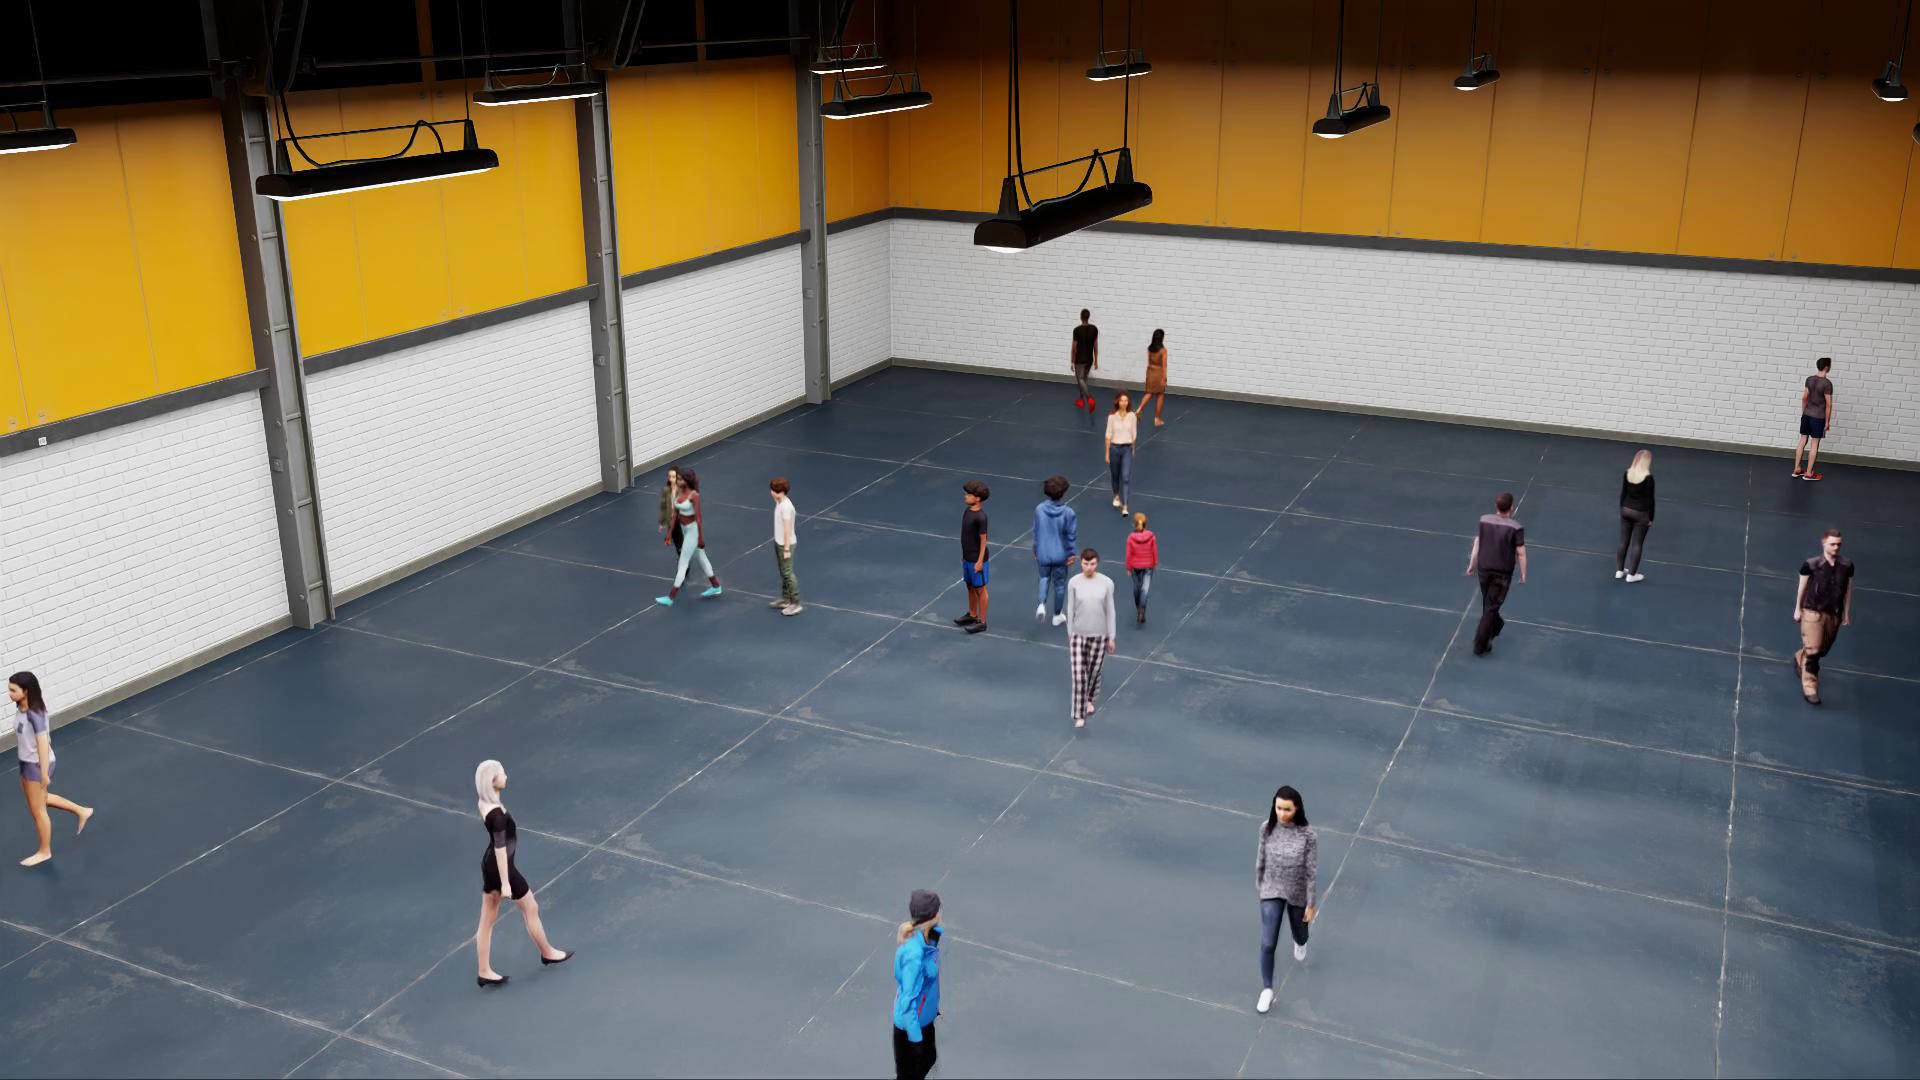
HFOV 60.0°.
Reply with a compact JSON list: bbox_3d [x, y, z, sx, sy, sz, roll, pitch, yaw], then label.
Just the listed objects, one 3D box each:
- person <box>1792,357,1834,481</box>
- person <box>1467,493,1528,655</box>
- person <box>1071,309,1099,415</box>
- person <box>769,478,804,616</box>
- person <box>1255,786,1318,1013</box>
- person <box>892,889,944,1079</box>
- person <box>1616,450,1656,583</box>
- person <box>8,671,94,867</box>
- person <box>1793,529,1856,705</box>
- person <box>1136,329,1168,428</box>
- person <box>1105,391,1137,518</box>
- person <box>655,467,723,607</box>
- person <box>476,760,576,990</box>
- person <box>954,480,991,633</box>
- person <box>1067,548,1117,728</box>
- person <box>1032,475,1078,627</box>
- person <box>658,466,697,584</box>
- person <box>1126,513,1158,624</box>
[{"bbox_3d":[12.844,-1.836,25.008,0.772,1.851,0.721,-7,20,-21],"label":"person"},{"bbox_3d":[5.891,0.396,18.436,1.206,1.814,1.009,-17,25,-41],"label":"person"},{"bbox_3d":[2.186,-3.083,28.822,1.139,1.778,1.164,-8,20,-23],"label":"person"},{"bbox_3d":[-2.054,0.048,19.720,0.763,1.653,0.698,-6,19,-17],"label":"person"},{"bbox_3d":[2.411,2.563,12.167,0.649,1.708,1.018,7,20,21],"label":"person"},{"bbox_3d":[-0.318,3.074,10.536,0.863,1.781,0.532,9,21,26],"label":"person"},{"bbox_3d":[8.394,-0.308,20.726,0.708,1.686,0.696,-13,22,-33],"label":"person"},{"bbox_3d":[-7.777,1.895,14.136,0.768,1.717,0.963,17,25,41],"label":"person"},{"bbox_3d":[8.991,0.740,17.414,0.961,1.814,1.242,1,19,4],"label":"person"},{"bbox_3d":[3.222,-2.687,27.807,0.917,1.676,0.736,-17,25,-42],"label":"person"},{"bbox_3d":[2.230,-1.224,23.376,0.961,1.731,1.245,0,19,-1],"label":"person"},{"bbox_3d":[-3.158,-0.051,19.977,1.211,1.677,0.953,-13,23,-34],"label":"person"},{"bbox_3d":[-3.473,2.488,12.236,1.069,1.807,0.886,-14,23,-36],"label":"person"},{"bbox_3d":[0.182,0.170,19.131,0.763,1.800,0.712,-8,20,-22],"label":"person"},{"bbox_3d":[1.319,0.932,16.846,0.910,1.813,1.169,0,19,1],"label":"person"},{"bbox_3d":[1.051,0.156,19.172,0.699,1.800,0.735,7,20,19],"label":"person"},{"bbox_3d":[-3.488,-0.224,20.838,0.687,1.456,0.852,5,19,15],"label":"person"},{"bbox_3d":[2.123,0.357,19.391,0.664,1.279,0.987,3,19,10],"label":"person"}]
